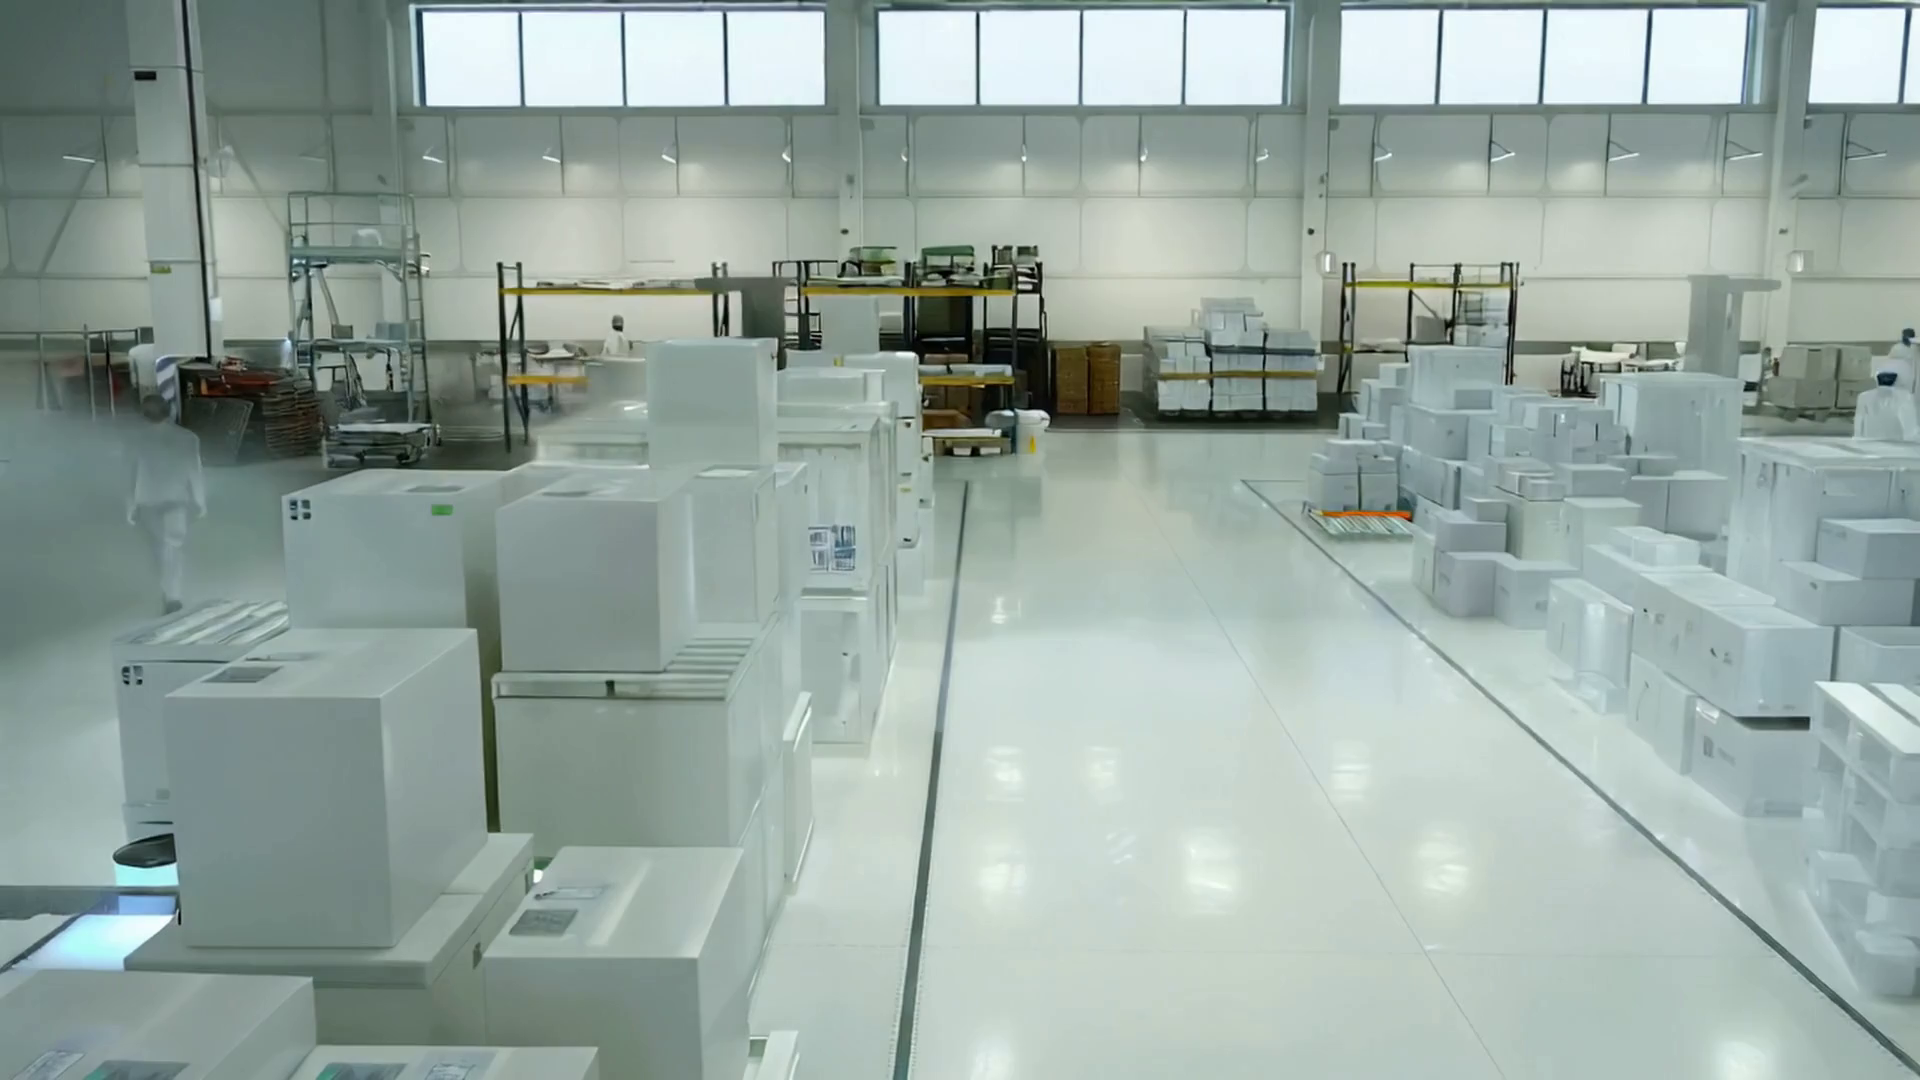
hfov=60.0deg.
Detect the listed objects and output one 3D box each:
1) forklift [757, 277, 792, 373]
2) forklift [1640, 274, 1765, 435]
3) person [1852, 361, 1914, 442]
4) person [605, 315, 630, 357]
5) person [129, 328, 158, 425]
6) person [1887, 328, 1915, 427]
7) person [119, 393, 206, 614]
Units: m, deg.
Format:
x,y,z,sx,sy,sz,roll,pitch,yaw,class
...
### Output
x,y,z,sx,sy,sz,roll,pitch,yaw,class
-2.680,-2.403,24.028,1.873,2.768,1.129,0,9,1,forklift
13.063,-3.274,29.248,1.873,2.768,1.129,0,9,1,forklift
10.399,-1.046,18.749,0.641,1.937,1.057,3,10,19,person
-7.086,-3.693,34.575,0.542,1.938,0.357,4,10,23,person
-13.631,-2.607,28.065,0.636,1.939,0.364,0,9,1,person
16.547,-2.775,29.211,0.634,1.904,0.988,-2,10,-12,person
-6.982,-0.347,14.656,0.646,1.890,1.003,-2,10,-13,person
